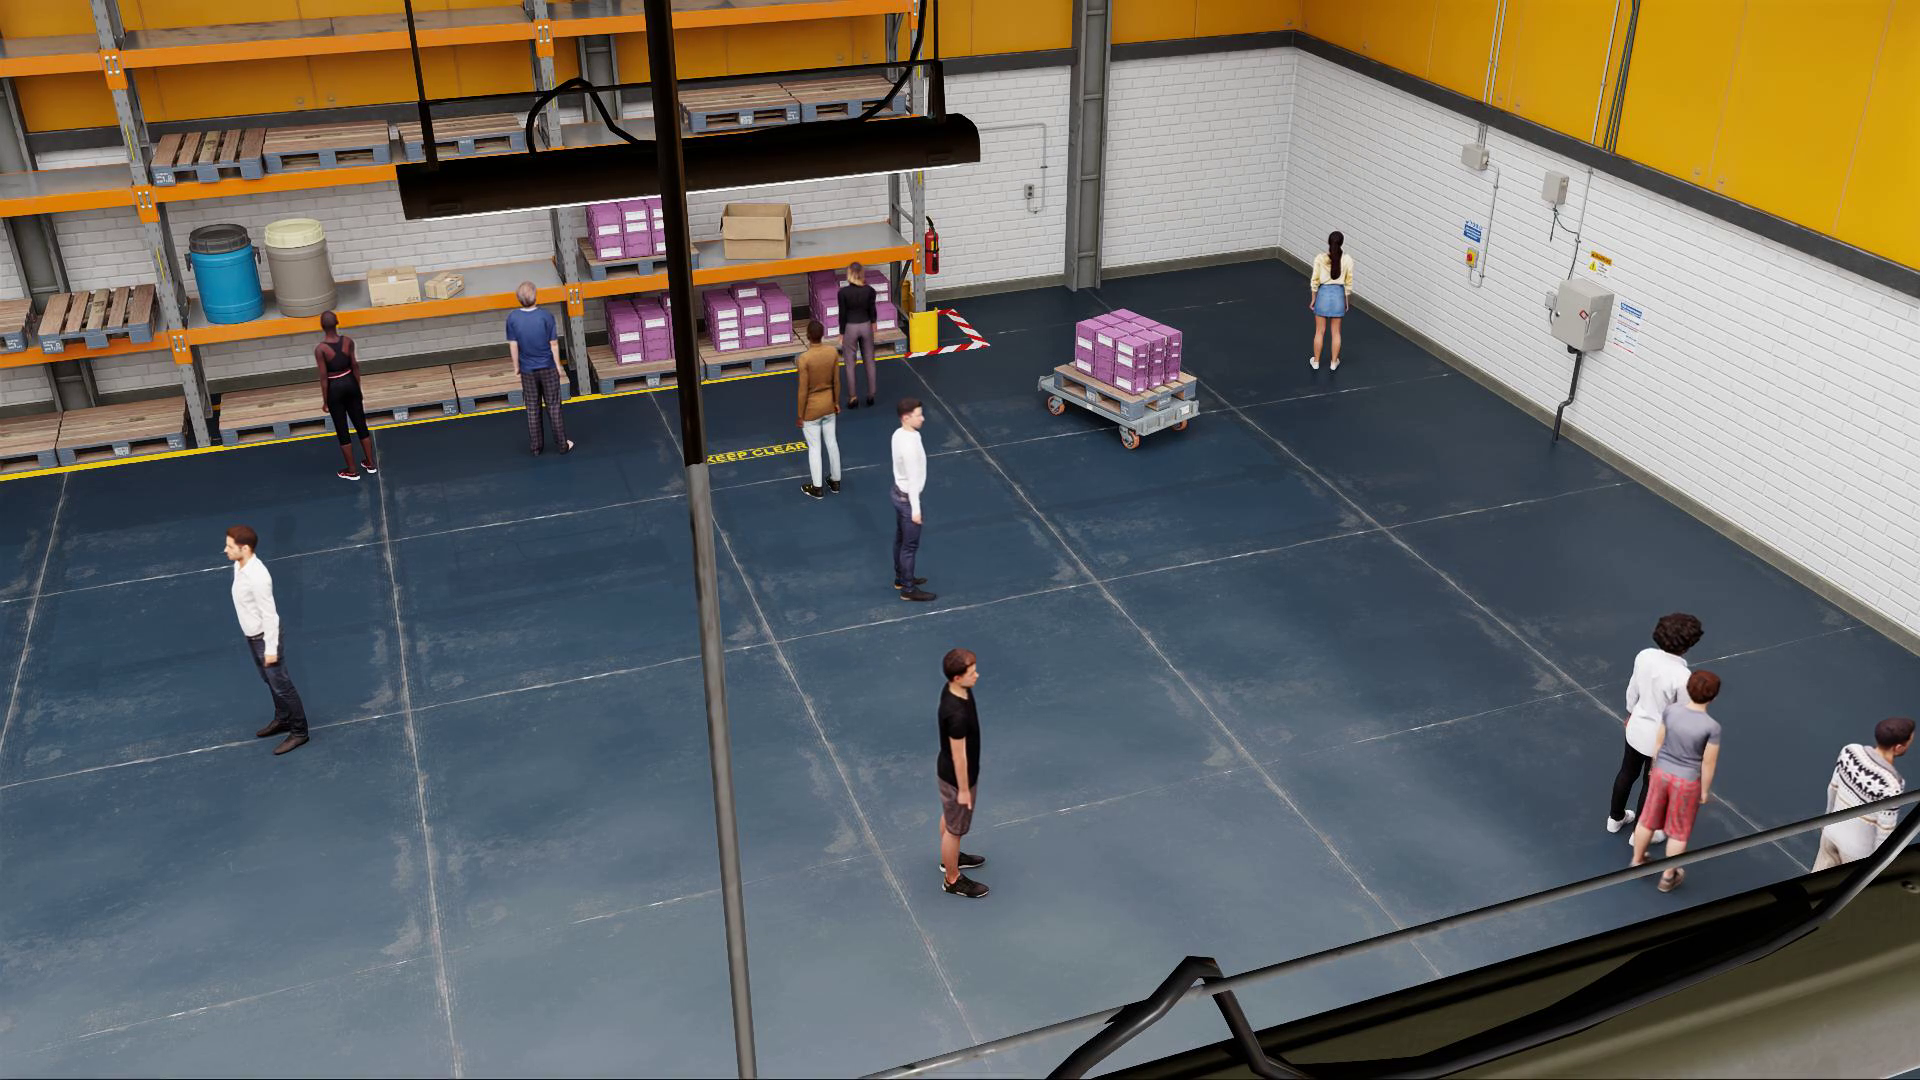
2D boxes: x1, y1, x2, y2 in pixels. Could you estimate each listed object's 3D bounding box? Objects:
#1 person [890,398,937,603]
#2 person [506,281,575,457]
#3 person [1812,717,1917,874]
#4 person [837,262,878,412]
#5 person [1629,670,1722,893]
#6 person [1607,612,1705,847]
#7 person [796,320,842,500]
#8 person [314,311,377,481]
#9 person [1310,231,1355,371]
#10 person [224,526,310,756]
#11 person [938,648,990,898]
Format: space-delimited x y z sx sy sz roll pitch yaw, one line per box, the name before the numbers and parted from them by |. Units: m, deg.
person | -0.462 -0.368 14.483 0.623 1.867 0.645 -6 29 -10
person | -4.316 -1.754 17.020 0.585 1.871 0.776 -2 29 -4
person | 5.576 1.876 10.376 0.608 1.860 0.726 -5 29 -9
person | -1.111 -2.214 18.073 0.471 1.670 0.655 -11 30 -19
person | 4.779 1.603 11.101 0.638 1.646 0.639 -23 36 -36
person | 4.794 1.298 11.489 0.597 1.809 0.667 -15 32 -26
person | -1.378 -1.283 16.214 0.575 1.816 0.762 -20 34 -32
person | -6.154 -1.454 16.587 0.734 1.758 0.624 22 36 35
person | 4.251 -2.754 19.103 0.653 1.631 0.776 5 29 8
person | -5.219 0.721 12.483 0.667 1.871 0.724 -22 36 -35
person | -0.015 1.509 11.048 0.691 1.861 0.756 -1 29 -2
